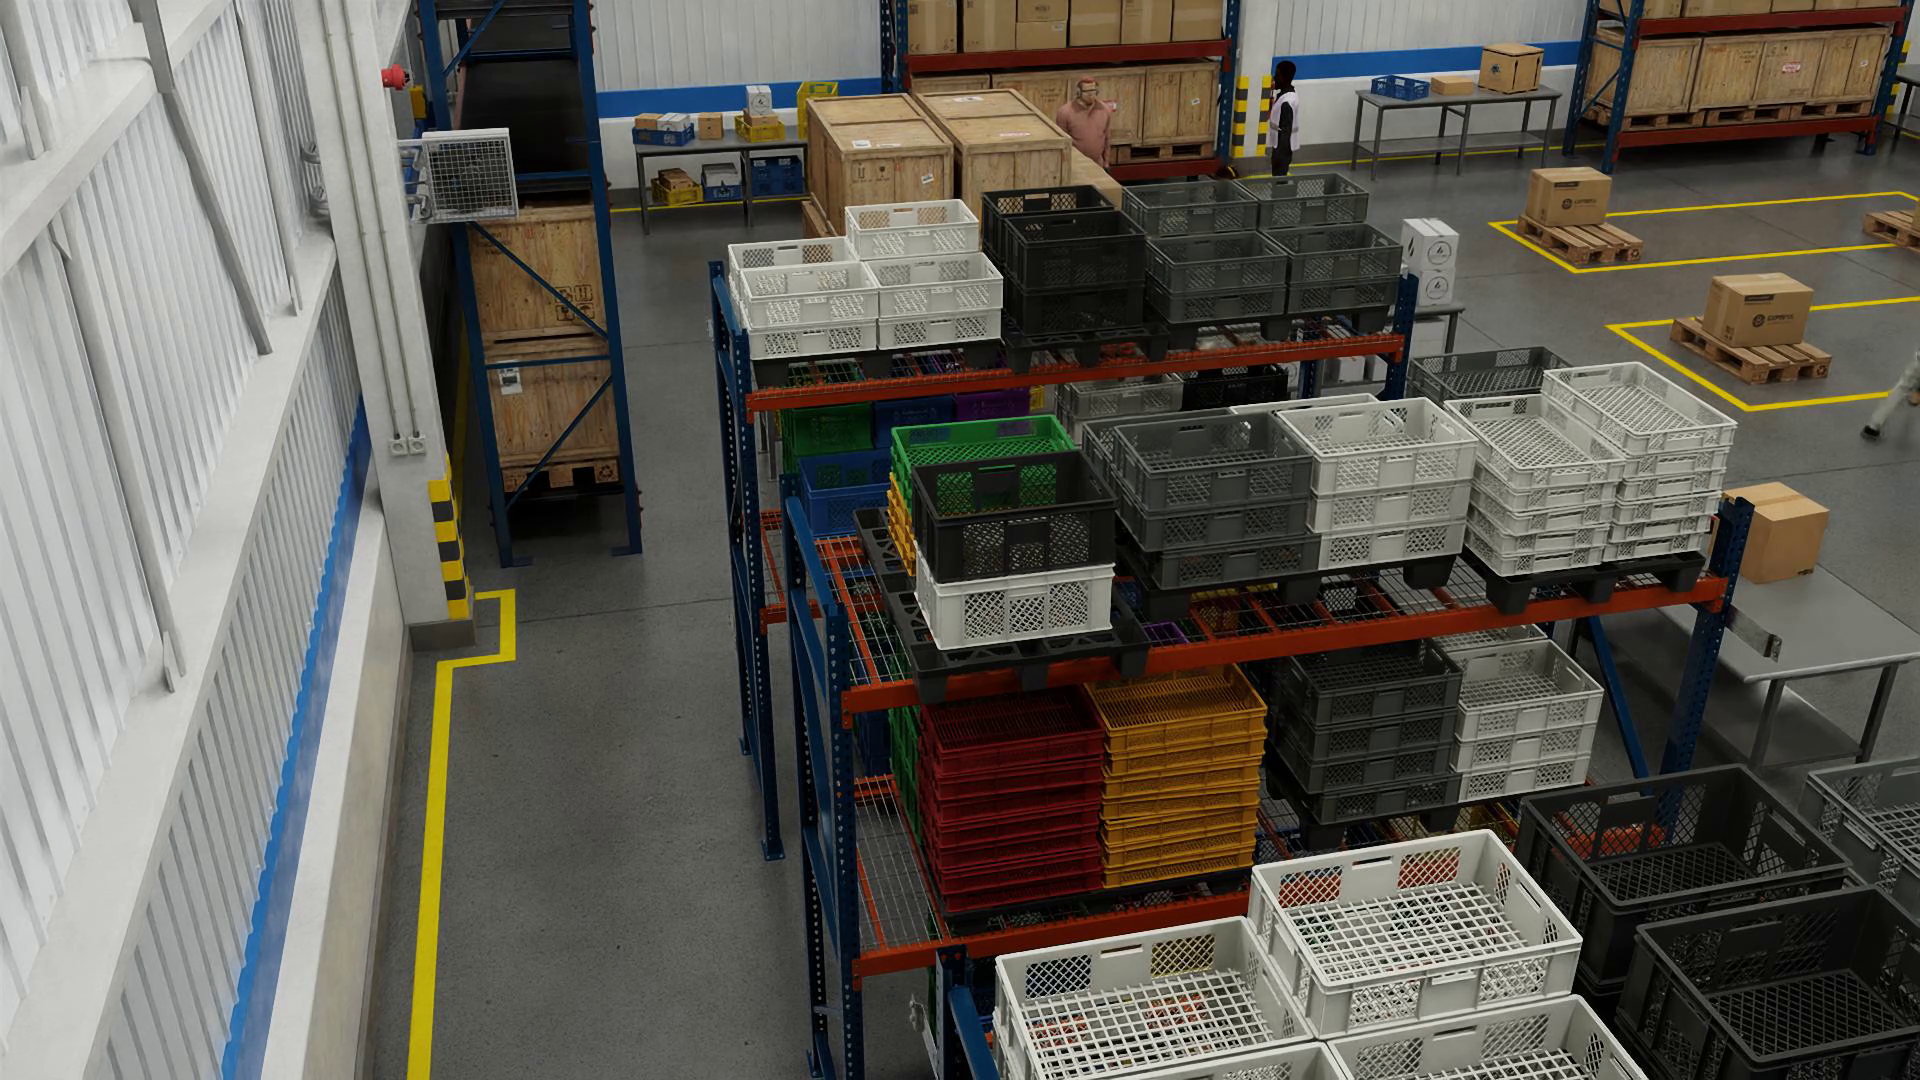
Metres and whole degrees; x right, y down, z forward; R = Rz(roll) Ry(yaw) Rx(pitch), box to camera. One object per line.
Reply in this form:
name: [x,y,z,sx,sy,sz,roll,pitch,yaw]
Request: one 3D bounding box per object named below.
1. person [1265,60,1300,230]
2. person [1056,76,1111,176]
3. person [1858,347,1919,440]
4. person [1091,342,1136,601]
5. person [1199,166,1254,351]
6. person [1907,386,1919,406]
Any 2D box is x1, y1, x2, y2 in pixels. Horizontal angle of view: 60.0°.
person: [3.588,-4.371,18.557,0.392,1.919,0.591,3,28,6]
person: [1.339,-4.039,17.945,0.636,1.903,0.405,-10,29,-18]
person: [7.857,-1.514,13.277,0.530,1.794,0.779,-15,31,-26]
person: [1.021,-0.476,11.205,0.355,1.883,0.573,0,28,1]
person: [2.392,-2.491,15.095,0.982,1.810,0.499,-17,32,-28]
person: [8.503,-1.914,14.138,0.529,1.690,0.319,16,32,28]
